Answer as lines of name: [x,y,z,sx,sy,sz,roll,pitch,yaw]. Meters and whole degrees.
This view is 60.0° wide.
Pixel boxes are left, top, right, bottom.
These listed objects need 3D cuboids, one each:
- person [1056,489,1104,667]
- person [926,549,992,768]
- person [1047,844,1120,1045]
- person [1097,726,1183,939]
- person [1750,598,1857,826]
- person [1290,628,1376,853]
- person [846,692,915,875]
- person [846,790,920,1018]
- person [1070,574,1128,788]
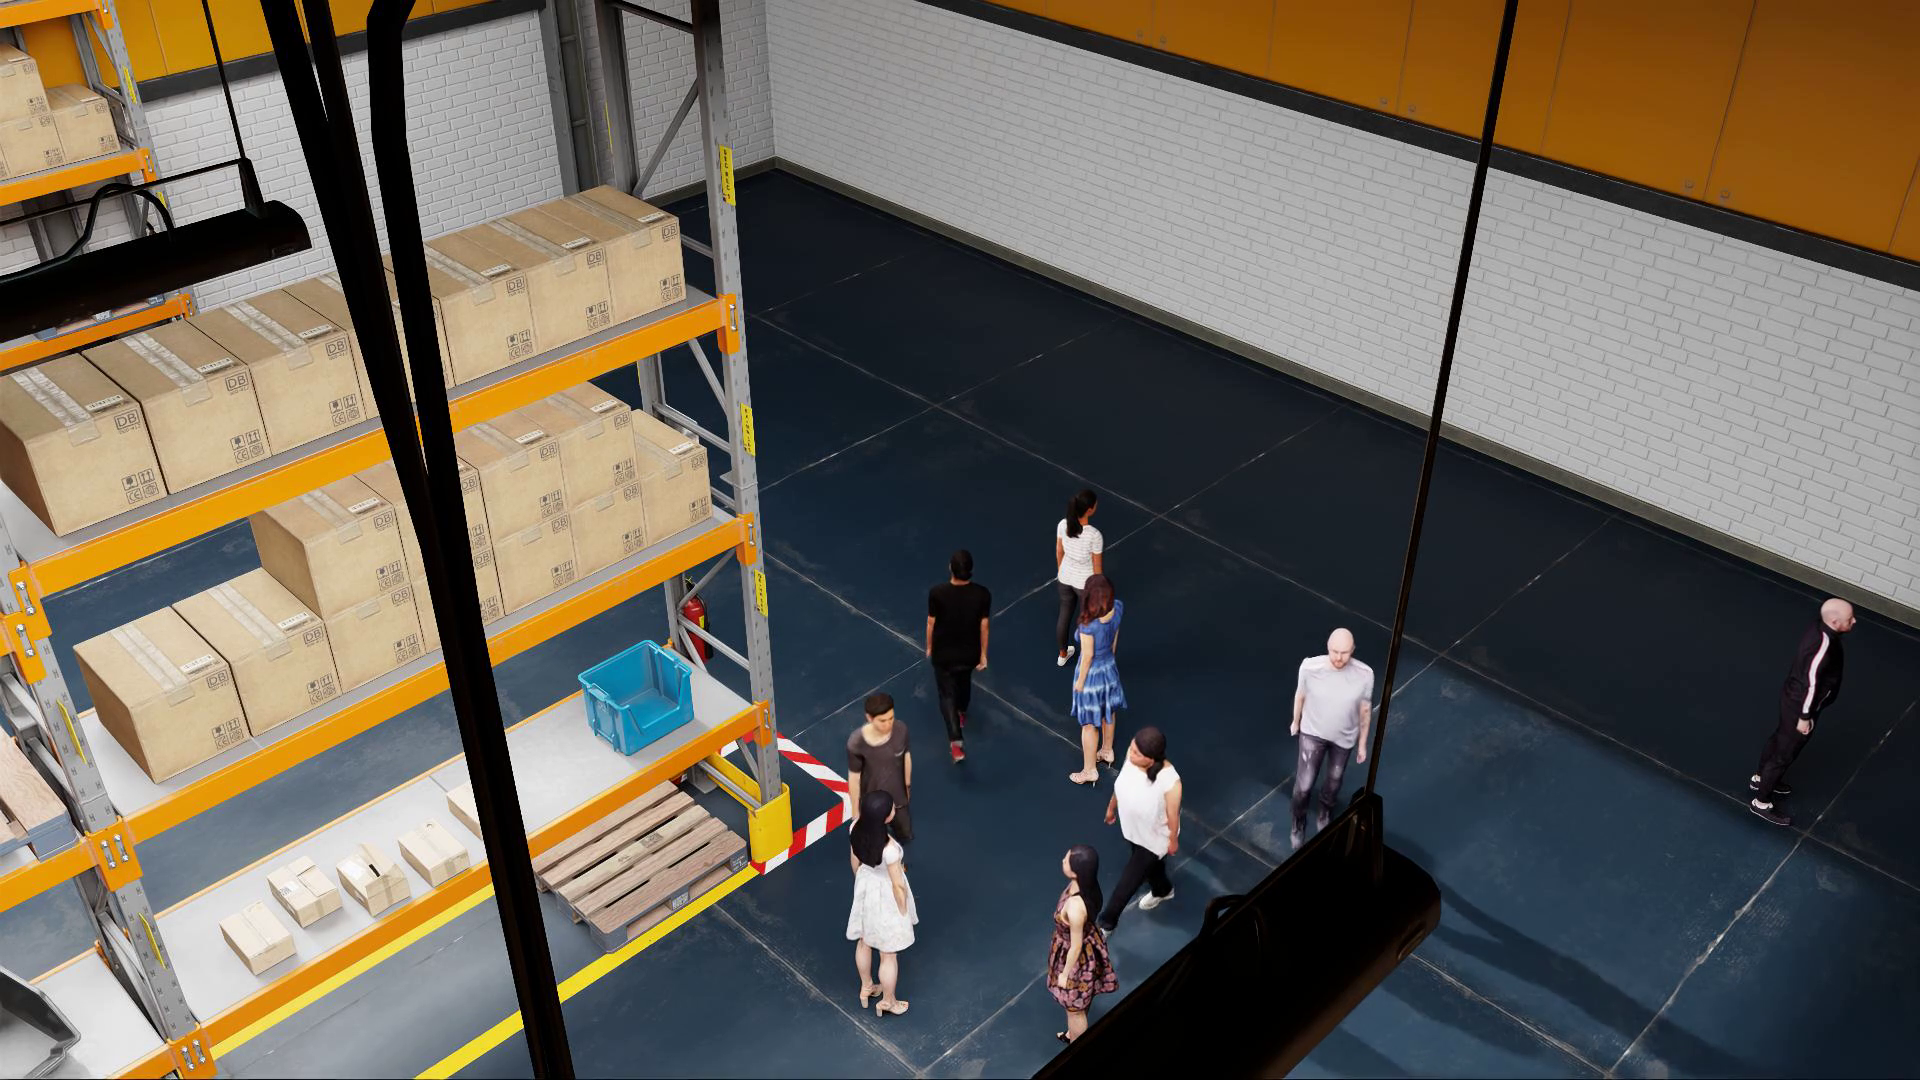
person: [0.944,0.326,13.232,0.594,1.643,0.552,23,40,30]
person: [-0.016,0.879,12.322,1.144,1.730,1.081,-7,34,-10]
person: [0.688,2.473,9.883,0.856,1.775,0.776,7,34,11]
person: [1.266,1.871,10.902,1.144,1.649,0.888,-16,37,-22]
person: [5.961,1.164,11.796,0.816,1.836,0.652,14,36,20]
person: [2.584,1.291,11.628,0.847,1.812,0.904,4,34,6]
person: [-0.562,1.660,11.170,0.732,1.706,0.803,-14,36,-20]
person: [-0.493,2.233,10.246,0.608,1.773,0.629,-29,43,-36]
person: [0.978,1.010,12.057,0.760,1.805,0.561,22,39,29]
